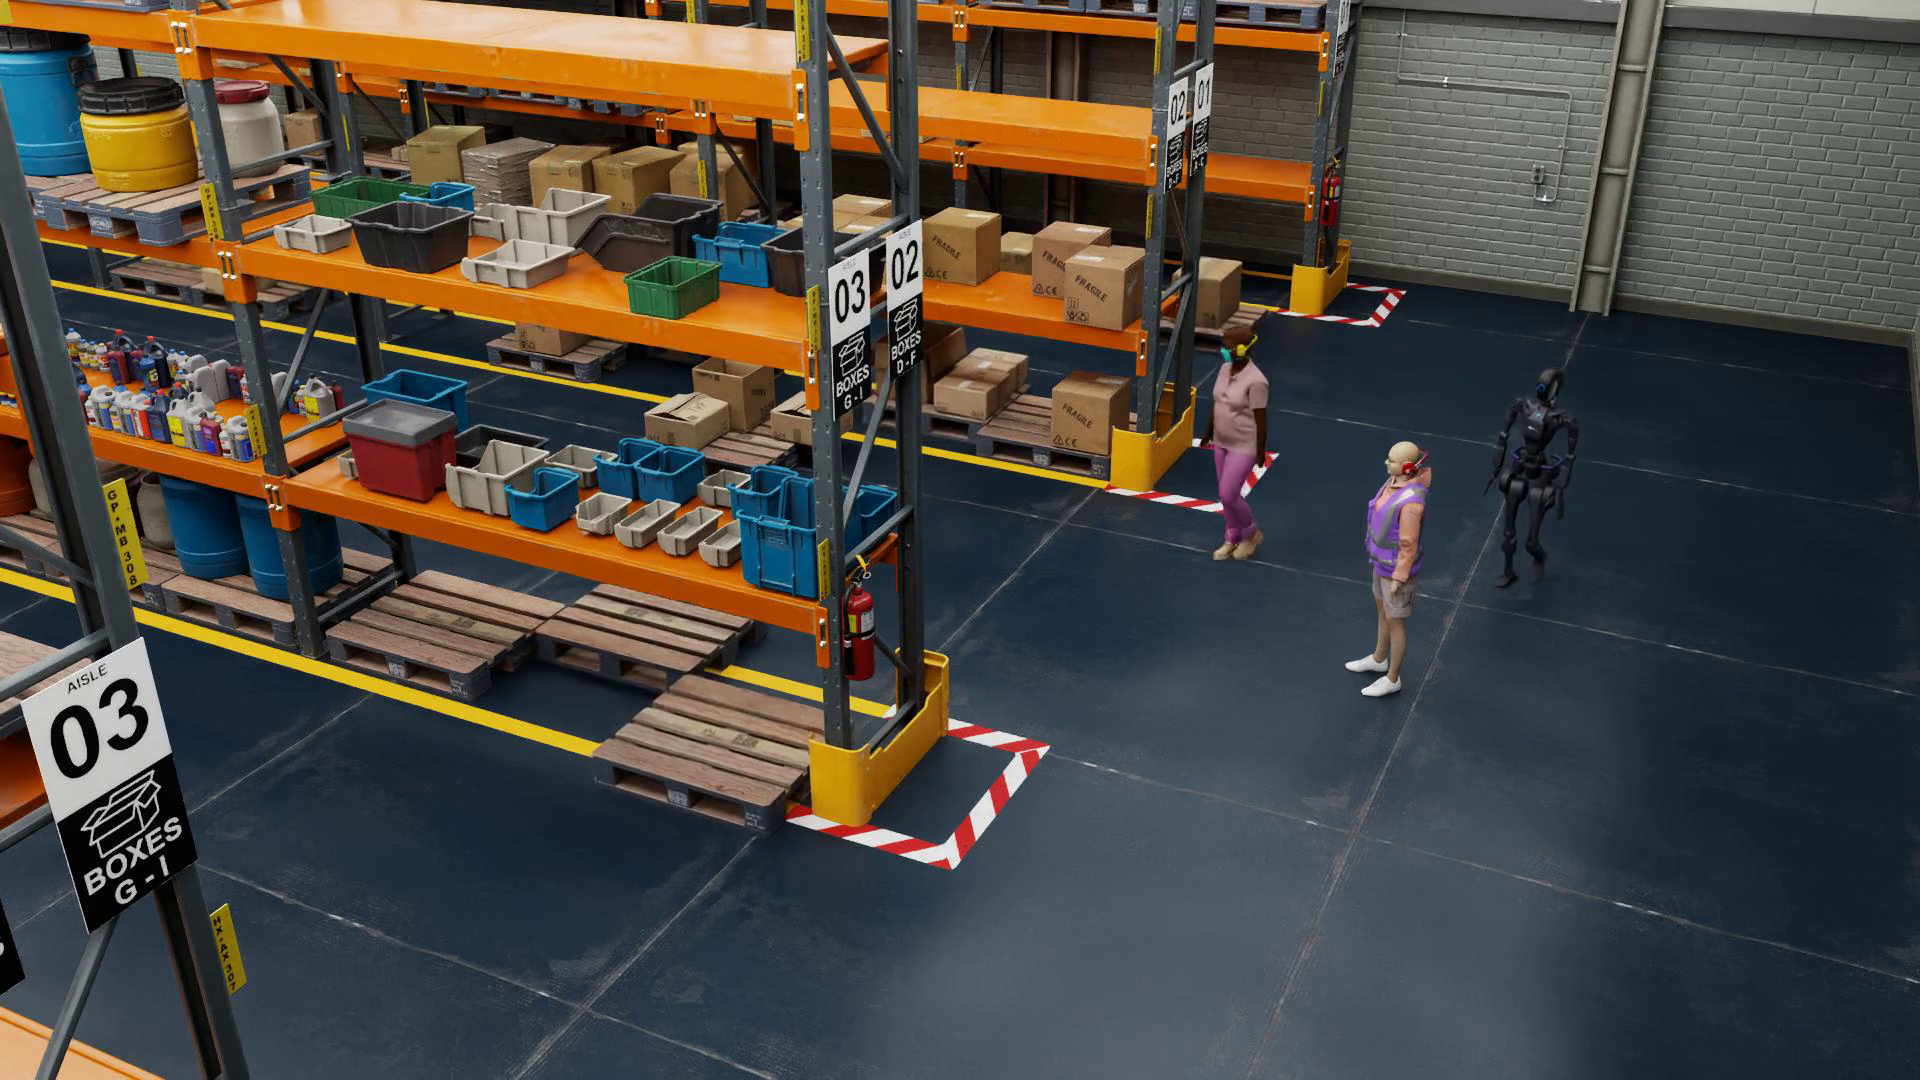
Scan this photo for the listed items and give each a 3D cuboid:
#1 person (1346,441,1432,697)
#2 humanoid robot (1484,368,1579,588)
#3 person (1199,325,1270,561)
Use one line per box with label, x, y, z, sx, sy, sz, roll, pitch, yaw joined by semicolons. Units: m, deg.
person;2.692;0.173;10.344;0.347;1.694;0.480;-1;26;-3
humanoid robot;3.986;-0.431;11.584;0.601;1.643;0.390;23;34;38
person;1.959;-0.670;11.948;0.418;1.779;0.535;-14;29;-26
